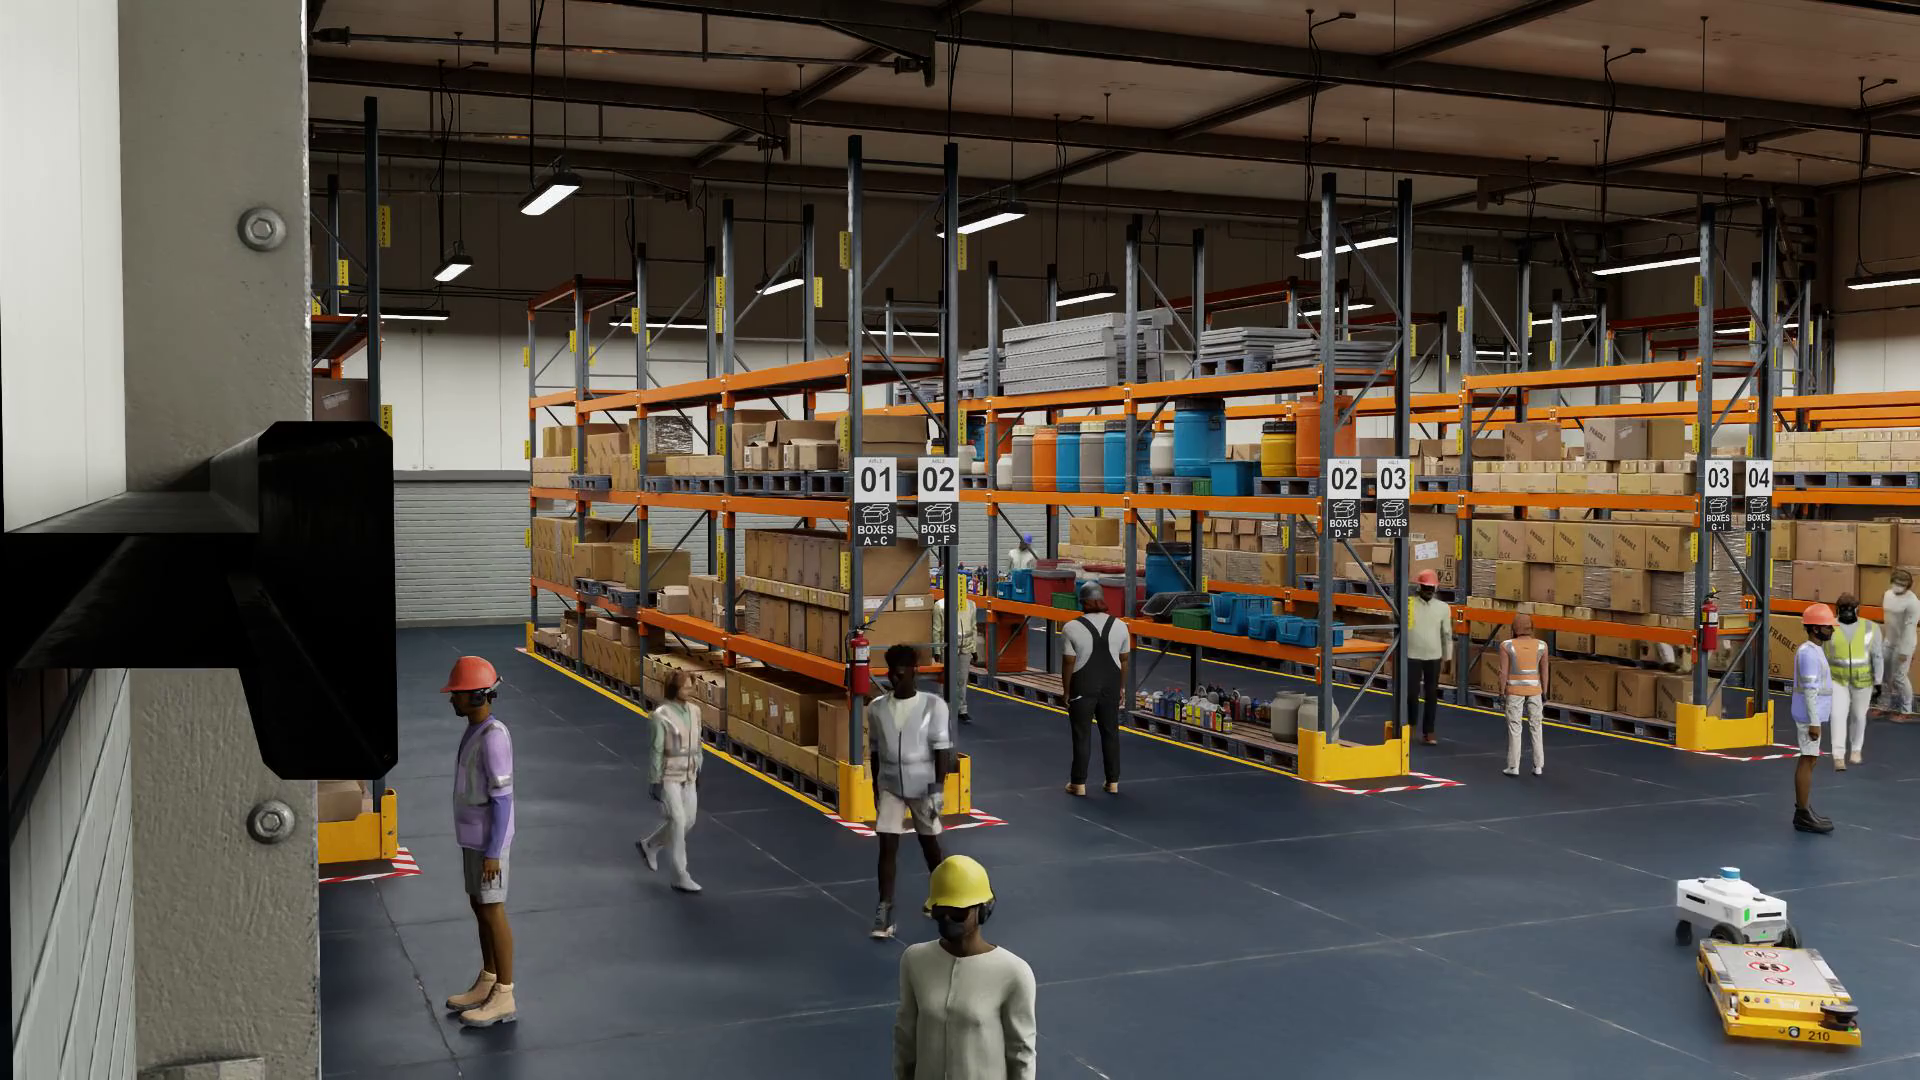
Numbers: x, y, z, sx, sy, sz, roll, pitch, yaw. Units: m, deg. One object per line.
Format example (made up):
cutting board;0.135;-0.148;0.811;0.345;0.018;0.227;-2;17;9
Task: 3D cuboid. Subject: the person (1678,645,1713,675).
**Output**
person;9.603;1.355;23.455;0.520;1.618;0.506;0;2;-3

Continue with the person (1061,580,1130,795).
person;1.255;1.417;17.133;0.684;2.000;0.538;-1;2;-16

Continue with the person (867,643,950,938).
person;-0.345;1.646;12.124;0.601;1.927;0.988;1;2;14

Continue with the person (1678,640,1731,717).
person;9.304;1.303;22.334;0.600;1.822;0.994;-1;2;-14

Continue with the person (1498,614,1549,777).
person;5.669;1.560;18.039;0.517;1.636;0.314;0;2;-1

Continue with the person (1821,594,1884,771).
person;9.252;1.455;18.644;0.617;1.809;0.931;1;2;23

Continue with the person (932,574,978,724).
person;-0.047;1.322;21.786;0.592;1.828;0.404;-1;2;-24

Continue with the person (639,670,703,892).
person;-2.146;1.752;13.238;0.627;1.618;0.523;1;3;32

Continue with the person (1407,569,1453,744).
person;5.240;1.310;20.187;0.640;1.974;0.439;0;2;3

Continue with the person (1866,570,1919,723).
person;11.406;1.293;21.797;0.565;1.884;0.708;0;2;-10

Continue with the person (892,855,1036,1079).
person;0.004;1.954;6.118;0.525;1.769;0.313;1;2;23

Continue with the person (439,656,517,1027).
person;-2.701;1.667;10.028;0.391;2.040;0.615;-1;2;-27

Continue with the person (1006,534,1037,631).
person;1.148;0.828;34.024;0.646;1.877;0.987;1;2;15

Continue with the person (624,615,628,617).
person;-5.710;0.899;31.458;0.379;1.937;0.629;0;2;12

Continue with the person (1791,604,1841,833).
person;7.344;1.513;15.390;0.369;1.939;0.542;1;2;26

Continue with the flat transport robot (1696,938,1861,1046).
flat transport robot;4.639;2.554;10.225;0.652;0.197;1.431;1;2;16

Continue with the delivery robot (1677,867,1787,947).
delivery robot;4.887;2.324;11.361;0.477;0.478;0.707;-1;2;-15

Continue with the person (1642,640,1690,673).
person;8.824;1.210;22.563;0.605;2.004;0.972;-1;2;-21

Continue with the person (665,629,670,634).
person;-5.643;0.999;32.465;0.863;1.655;0.535;-1;3;-31
